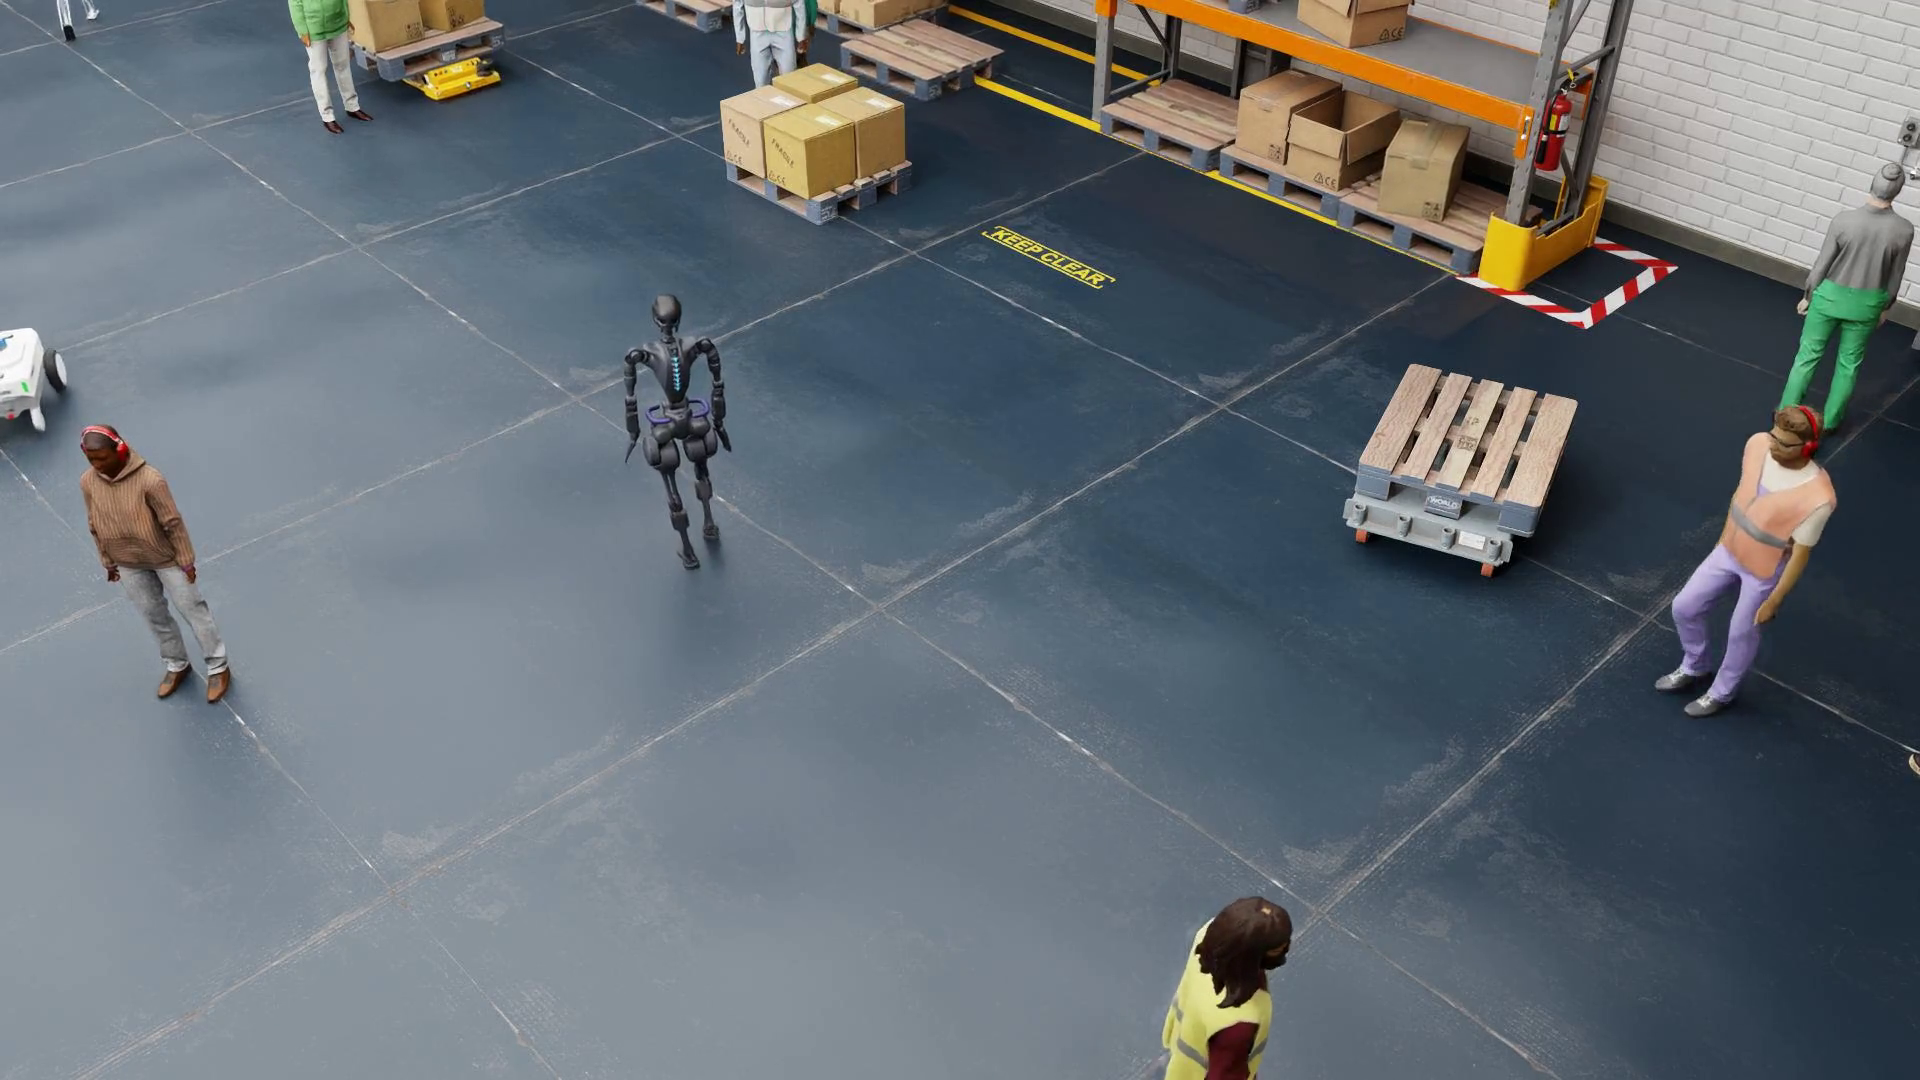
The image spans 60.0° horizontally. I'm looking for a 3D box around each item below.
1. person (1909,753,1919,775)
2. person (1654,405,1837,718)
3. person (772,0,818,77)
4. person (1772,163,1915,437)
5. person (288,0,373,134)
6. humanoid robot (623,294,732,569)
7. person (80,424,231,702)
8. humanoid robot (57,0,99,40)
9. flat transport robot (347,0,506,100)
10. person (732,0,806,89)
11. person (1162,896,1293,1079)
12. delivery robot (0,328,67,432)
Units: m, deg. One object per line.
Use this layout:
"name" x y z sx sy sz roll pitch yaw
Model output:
"person" 4.954 0.332 7.702 0.597 1.958 0.379 -25 44 -29
"person" 3.810 0.131 8.062 0.539 1.826 0.580 -10 38 -13
"person" -1.446 -4.413 14.095 0.516 1.840 0.723 -10 38 -13
"person" 5.430 -1.472 10.181 0.514 1.837 0.340 13 39 17
"person" -5.377 -4.363 14.054 0.384 1.784 0.535 23 43 27
"humanoid robot" -1.562 -0.597 9.161 0.598 1.647 0.363 -14 39 -17
"person" -4.016 0.101 8.258 0.469 1.643 0.337 1 37 2
"humanoid robot" -8.655 -5.719 15.912 0.559 1.801 0.933 -7 38 -10
"flat transport robot" -4.947 -4.426 15.393 1.431 0.231 0.659 31 47 34
"person" -1.560 -4.197 13.733 0.597 1.910 0.403 0 37 0
"person" 0.898 1.854 5.844 0.459 1.753 0.490 0 37 1
"delivery robot" -6.092 -1.049 10.672 0.499 0.579 0.759 -11 39 -15
